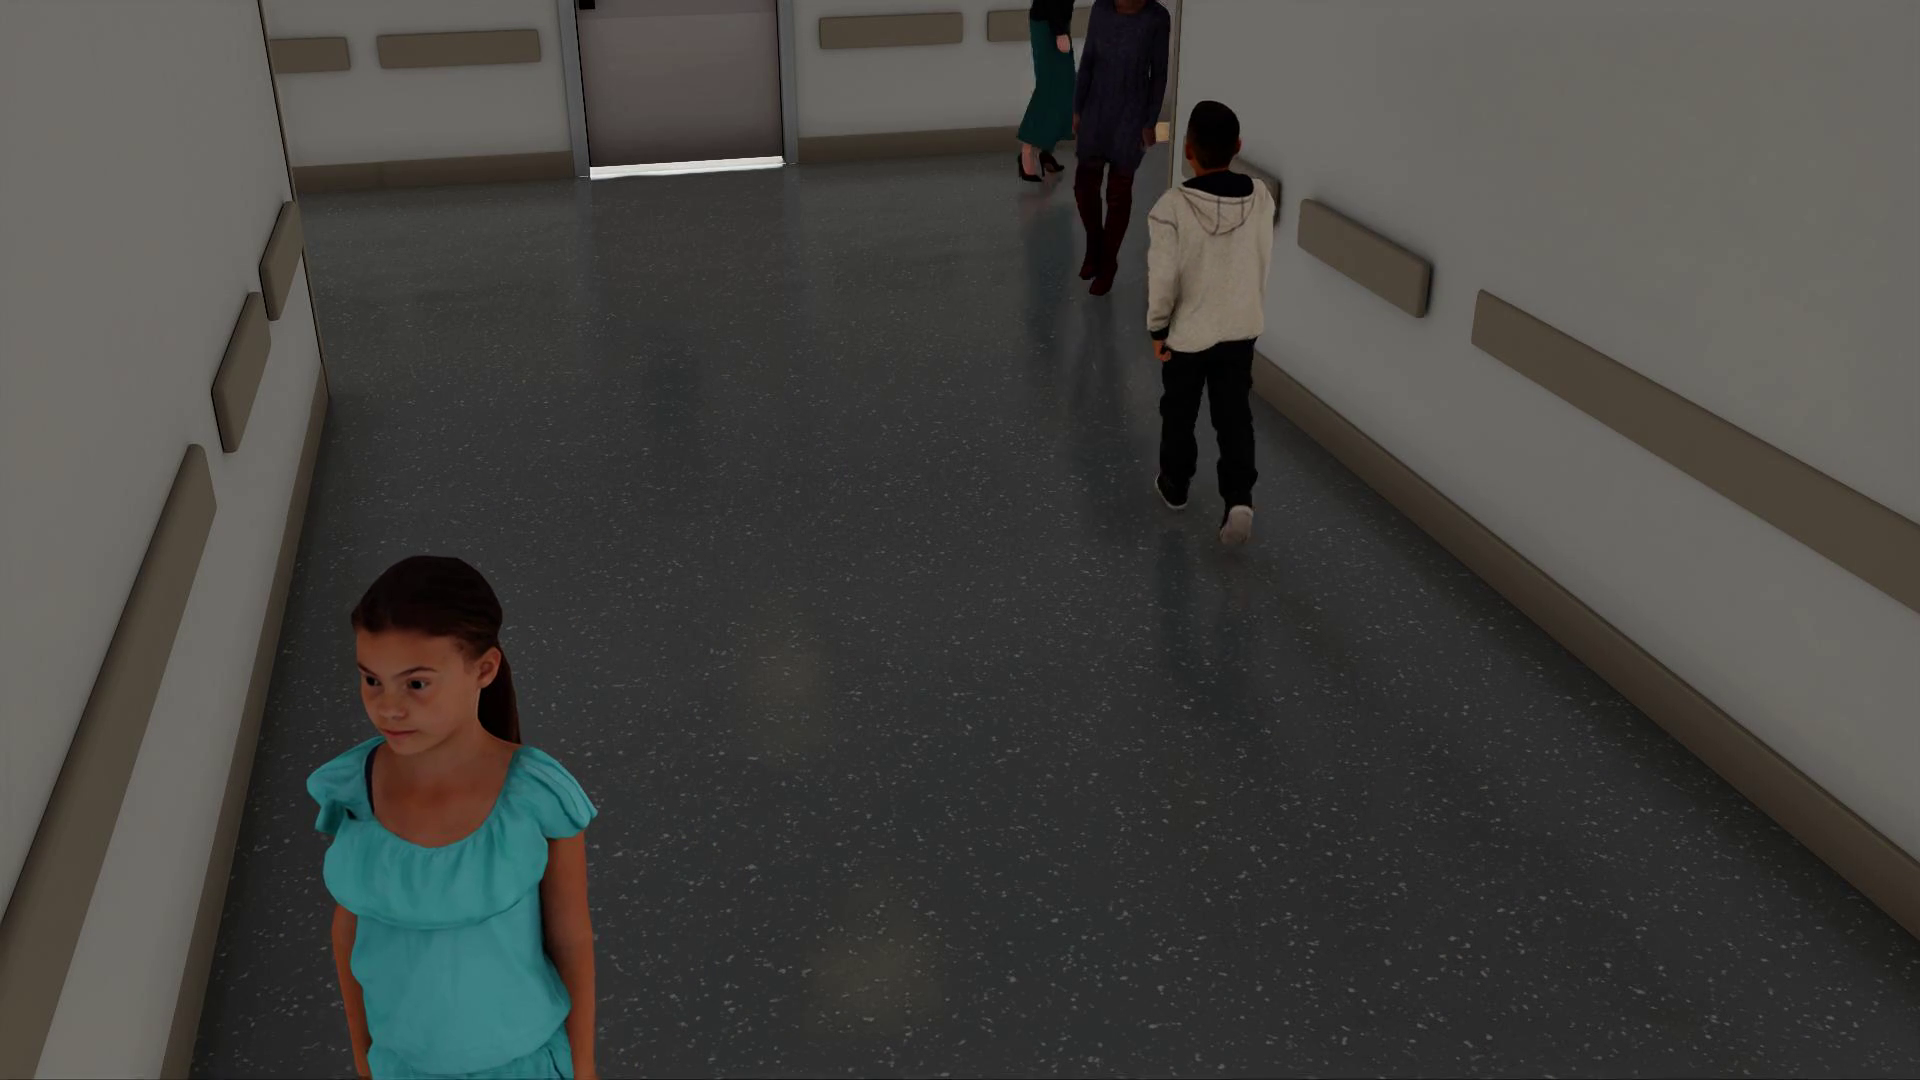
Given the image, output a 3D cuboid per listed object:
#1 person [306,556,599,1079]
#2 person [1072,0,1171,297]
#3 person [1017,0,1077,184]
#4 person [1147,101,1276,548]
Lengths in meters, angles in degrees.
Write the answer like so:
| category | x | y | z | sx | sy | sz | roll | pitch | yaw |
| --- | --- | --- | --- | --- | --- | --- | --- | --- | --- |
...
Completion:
| category | x | y | z | sx | sy | sz | roll | pitch | yaw |
| --- | --- | --- | --- | --- | --- | --- | --- | --- | --- |
| person | -0.691 | 0.731 | 2.406 | 0.580 | 1.557 | 0.682 | 3 | 26 | 6 |
| person | 0.790 | -2.000 | 7.913 | 0.760 | 1.693 | 0.830 | 14 | 29 | 26 |
| person | 0.550 | -3.054 | 10.079 | 0.715 | 1.711 | 0.784 | -6 | 26 | -12 |
| person | 0.846 | -0.682 | 5.477 | 0.900 | 1.436 | 0.754 | -2 | 26 | -4 |
